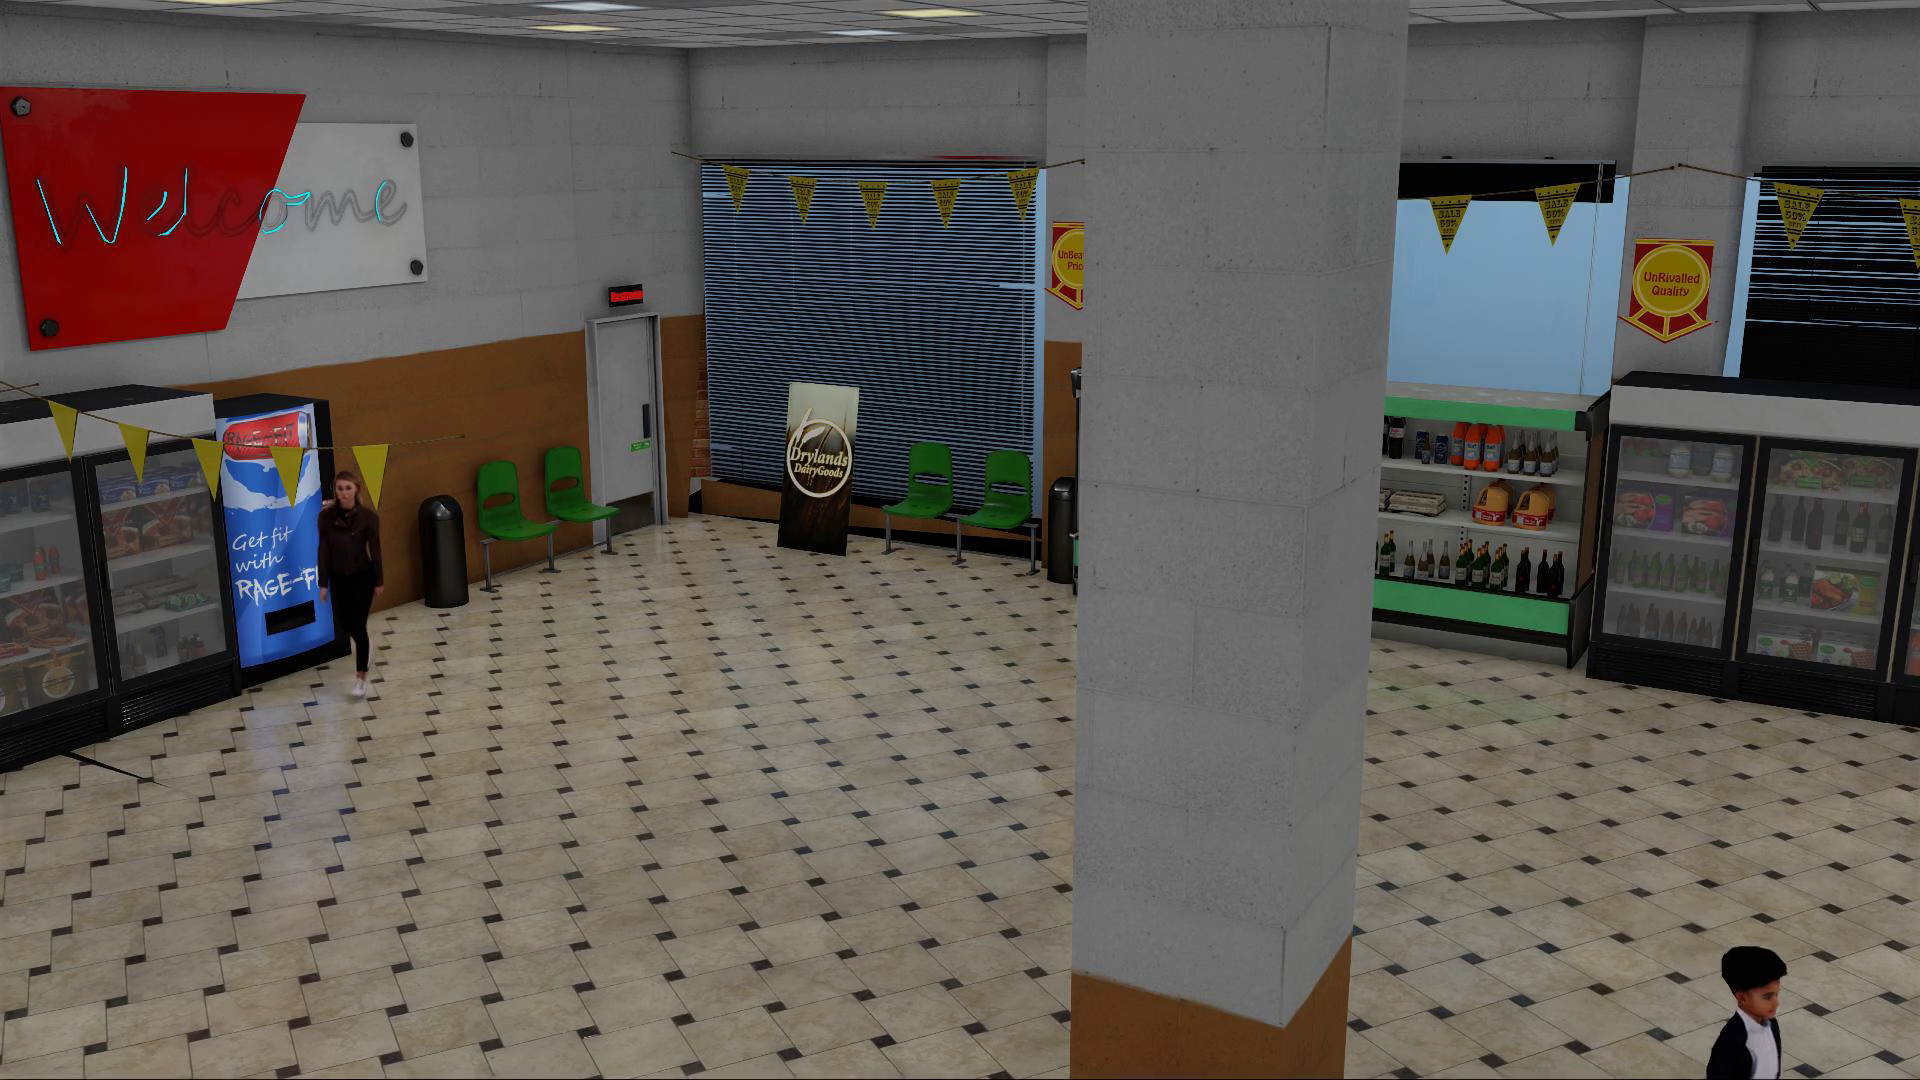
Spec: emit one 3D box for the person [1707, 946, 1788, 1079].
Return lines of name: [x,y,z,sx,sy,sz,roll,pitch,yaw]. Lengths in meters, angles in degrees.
person: [2.870,2.080,6.237,0.584,1.220,0.603,-9,16,-33]

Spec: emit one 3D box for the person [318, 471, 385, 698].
person: [-4.591,0.304,12.594,1.098,1.674,1.038,-1,14,-3]
